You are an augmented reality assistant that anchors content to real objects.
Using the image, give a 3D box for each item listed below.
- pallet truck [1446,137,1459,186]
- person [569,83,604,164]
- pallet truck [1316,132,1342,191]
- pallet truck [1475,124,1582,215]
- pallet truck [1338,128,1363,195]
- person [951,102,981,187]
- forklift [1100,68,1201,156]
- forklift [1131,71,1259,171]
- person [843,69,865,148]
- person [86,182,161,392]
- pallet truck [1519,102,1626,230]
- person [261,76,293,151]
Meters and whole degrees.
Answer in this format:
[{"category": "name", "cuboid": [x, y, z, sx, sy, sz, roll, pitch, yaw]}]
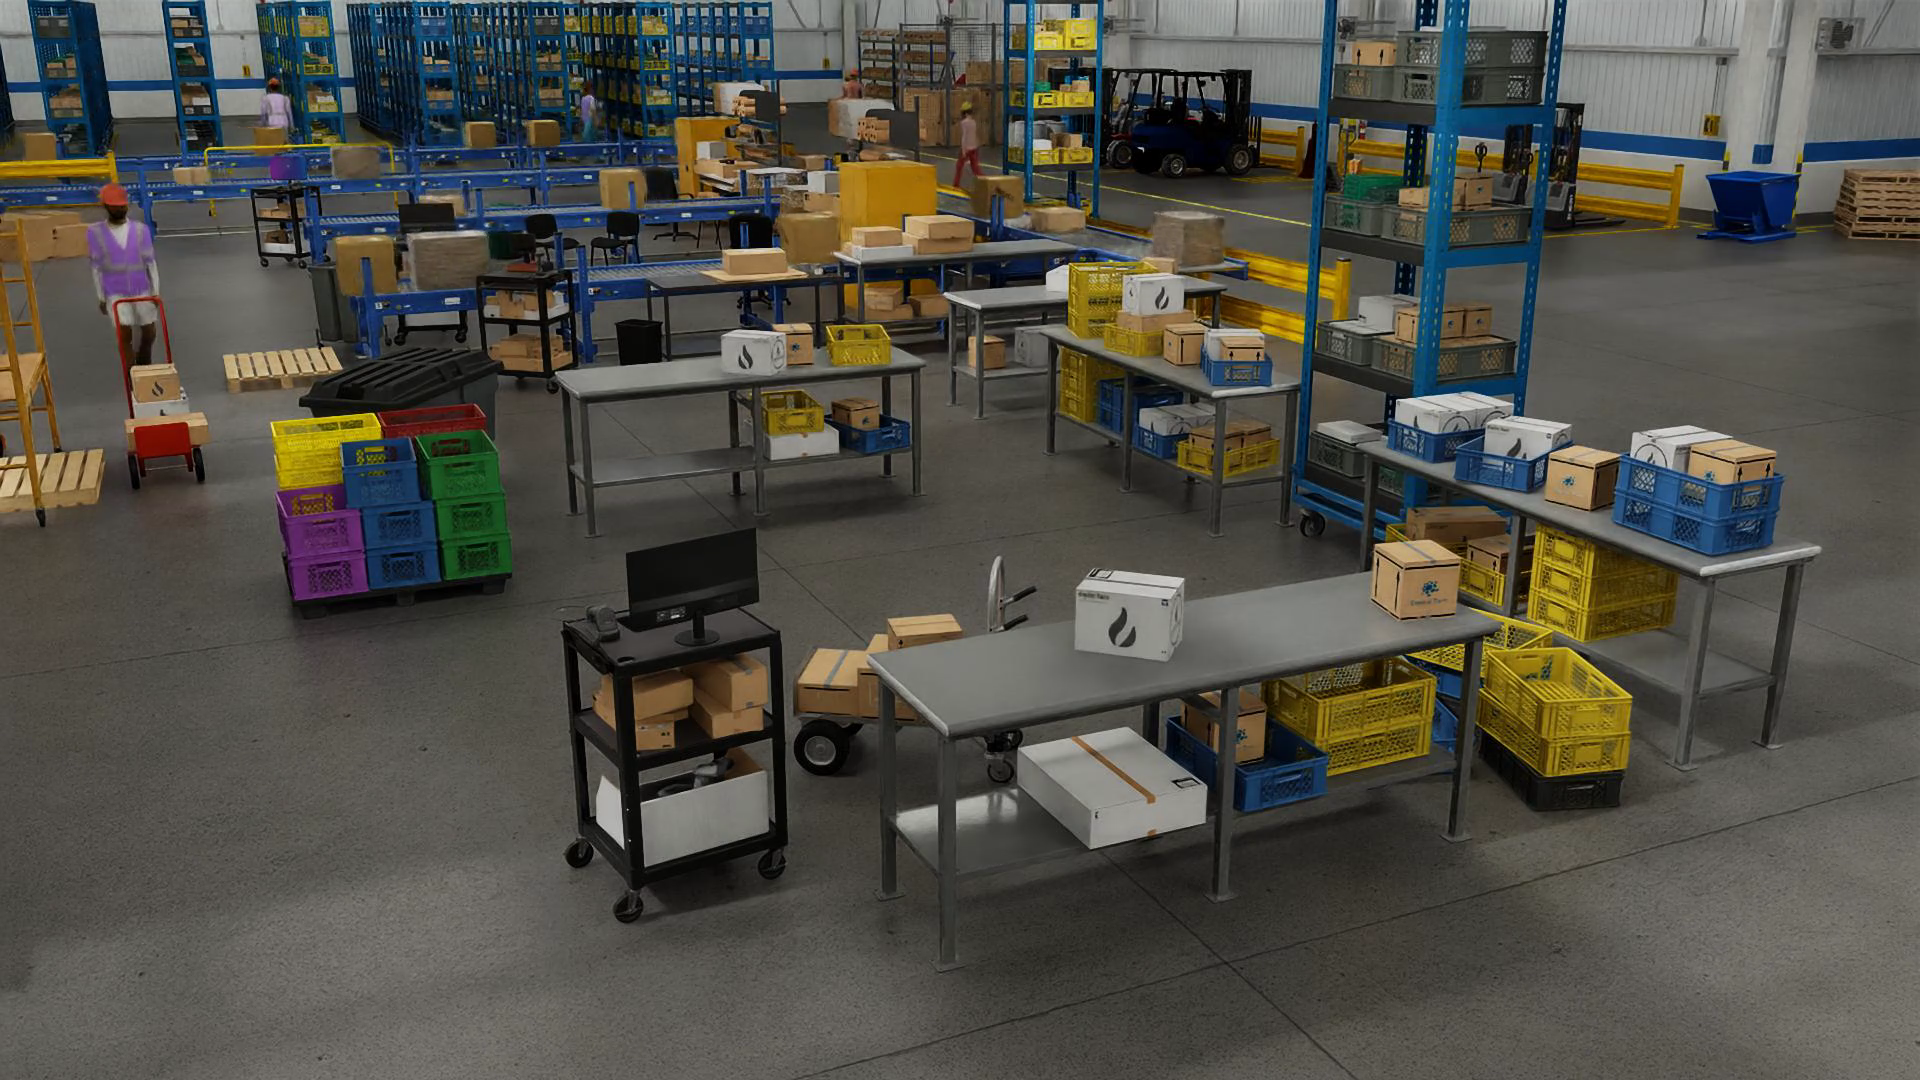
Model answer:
[{"category": "pallet truck", "cuboid": [9.184, -6.485, 29.328, 1.630, 1.274, 0.653, -8, 19, -23]}, {"category": "person", "cuboid": [-8.626, -9.524, 38.072, 0.929, 1.799, 0.582, -10, 20, -28]}, {"category": "pallet truck", "cuboid": [7.723, -7.504, 32.656, 1.601, 1.201, 0.680, -8, 19, -23]}, {"category": "pallet truck", "cuboid": [9.707, -6.455, 28.103, 1.885, 1.965, 0.823, -7, 19, -20]}, {"category": "pallet truck", "cuboid": [7.845, -7.140, 31.411, 1.522, 1.261, 0.704, -9, 20, -25]}, {"category": "person", "cuboid": [0.077, -7.405, 31.519, 0.870, 1.723, 0.553, 12, 21, 34]}, {"category": "forklift", "cuboid": [4.082, -9.564, 37.410, 2.680, 1.987, 1.157, -8, 19, -23]}, {"category": "forklift", "cuboid": [4.998, -8.936, 35.413, 2.680, 1.987, 1.157, -9, 20, -25]}, {"category": "person", "cuboid": [-2.705, -11.112, 42.823, 0.631, 1.964, 0.784, 4, 18, 11]}, {"category": "person", "cuboid": [-7.570, -2.284, 15.105, 0.545, 1.922, 0.560, -13, 22, -36]}, {"category": "pallet truck", "cuboid": [9.972, -6.037, 26.785, 1.885, 1.965, 0.823, -9, 20, -25]}, {"category": "person", "cuboid": [-14.923, -9.105, 36.415, 0.642, 2.022, 0.666, -12, 21, -33]}]
